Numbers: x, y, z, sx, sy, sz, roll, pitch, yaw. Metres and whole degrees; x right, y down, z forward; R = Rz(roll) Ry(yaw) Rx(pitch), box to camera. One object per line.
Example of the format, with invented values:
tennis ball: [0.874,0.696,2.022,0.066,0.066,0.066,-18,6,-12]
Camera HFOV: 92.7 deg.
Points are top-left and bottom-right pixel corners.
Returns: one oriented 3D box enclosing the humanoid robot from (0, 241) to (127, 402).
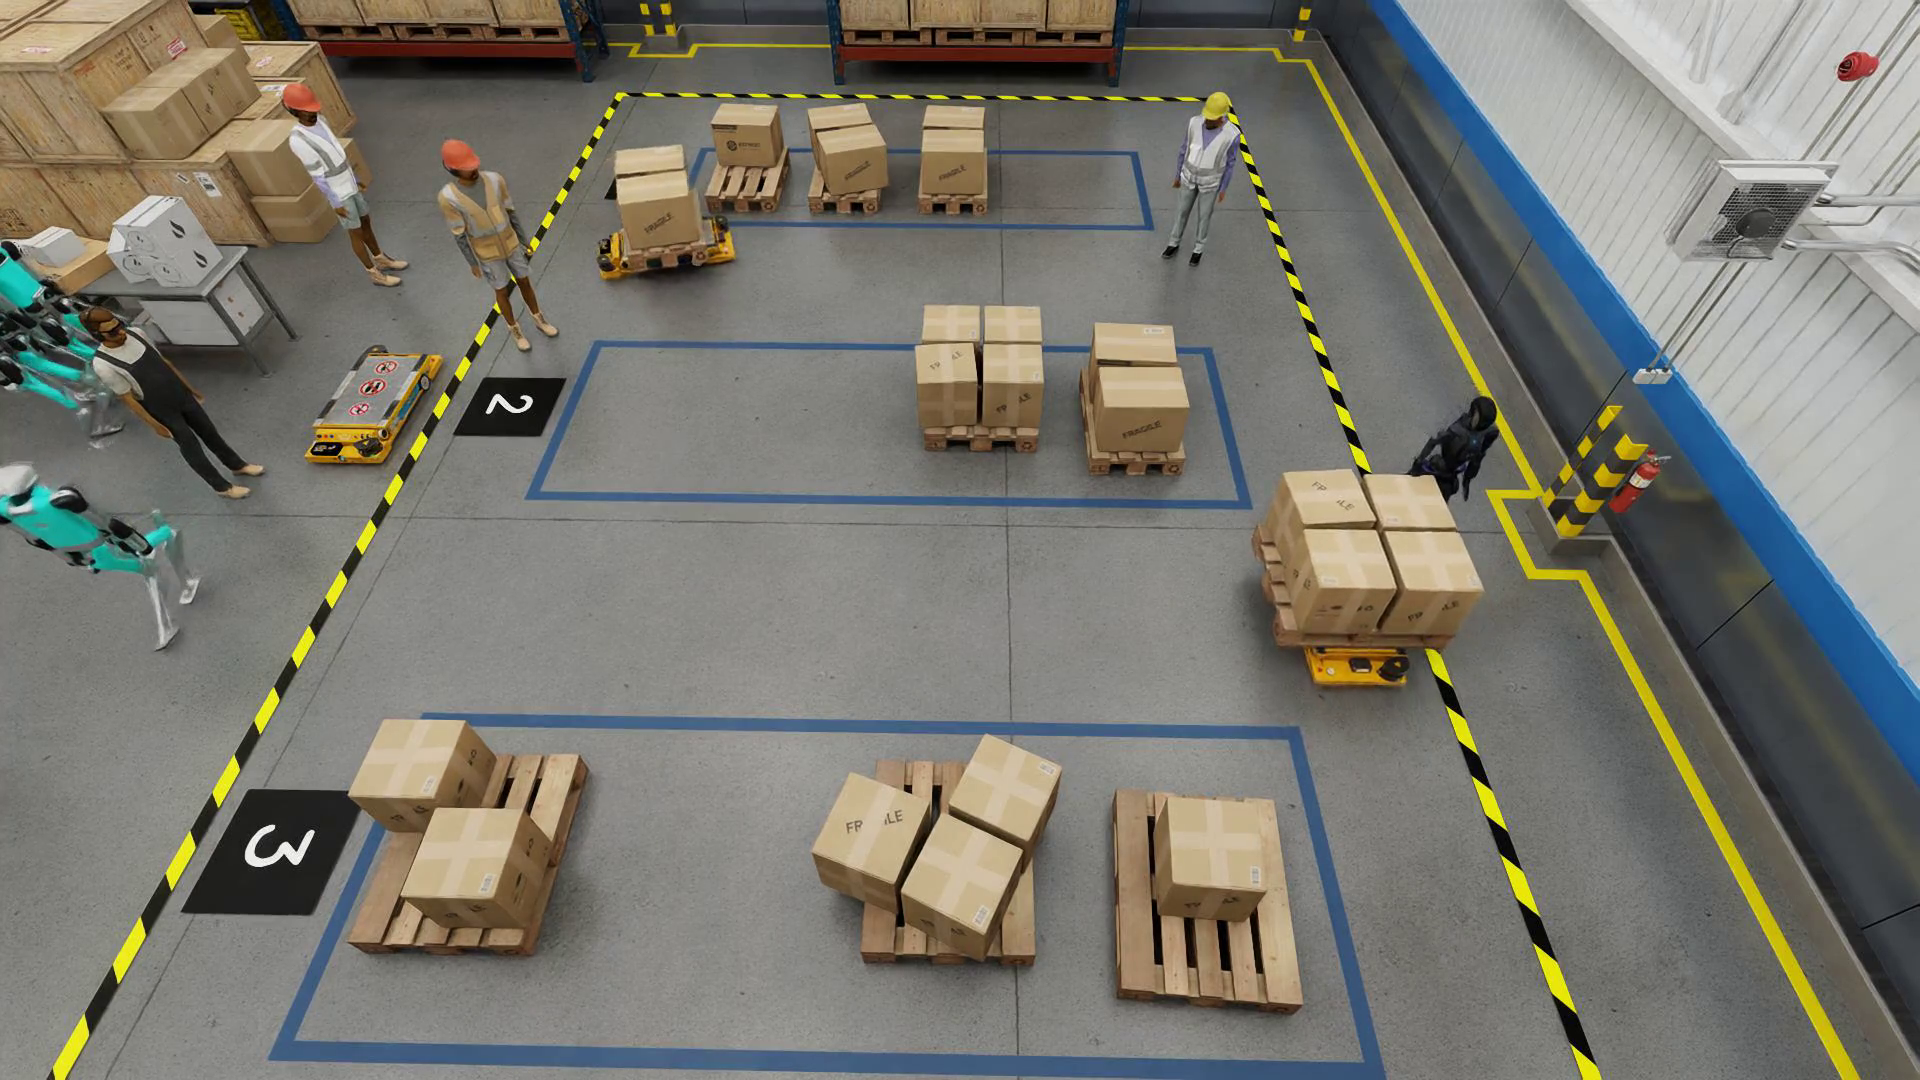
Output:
humanoid robot: [-7.691,-1.887,8.004,1.046,1.724,0.552,-4,50,-3]

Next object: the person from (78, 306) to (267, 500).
person: [-6.231,-1.060,7.239,0.345,1.840,0.501,1,50,1]

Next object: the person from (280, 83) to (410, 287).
person: [-6.172,-3.529,9.198,0.388,2.034,0.605,-4,50,-3]

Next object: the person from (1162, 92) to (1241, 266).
person: [2.498,-3.724,9.500,0.588,1.822,0.403,24,54,19]

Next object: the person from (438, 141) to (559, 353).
person: [-4.270,-2.692,8.484,0.378,2.041,0.614,35,58,26]

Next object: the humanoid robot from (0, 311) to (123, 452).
humanoid robot: [-7.712,-1.493,7.655,0.716,1.756,0.530,-5,50,-4]

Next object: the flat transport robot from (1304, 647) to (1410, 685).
flat transport robot: [2.878,0.443,6.974,0.652,0.197,1.431,1,50,1]

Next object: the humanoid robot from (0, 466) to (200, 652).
humanoid robot: [-5.911,-0.019,6.409,0.535,1.737,0.924,-10,51,-9]

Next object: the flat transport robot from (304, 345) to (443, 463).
flat transport robot: [-5.383,-1.269,8.441,0.659,0.231,1.431,1,50,1]

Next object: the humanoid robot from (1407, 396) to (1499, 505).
humanoid robot: [3.552,-0.399,6.792,0.611,1.632,0.691,-8,50,-6]

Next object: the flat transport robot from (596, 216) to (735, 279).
flat transport robot: [-3.241,-3.240,10.090,1.431,0.197,0.652,-11,51,-9]
